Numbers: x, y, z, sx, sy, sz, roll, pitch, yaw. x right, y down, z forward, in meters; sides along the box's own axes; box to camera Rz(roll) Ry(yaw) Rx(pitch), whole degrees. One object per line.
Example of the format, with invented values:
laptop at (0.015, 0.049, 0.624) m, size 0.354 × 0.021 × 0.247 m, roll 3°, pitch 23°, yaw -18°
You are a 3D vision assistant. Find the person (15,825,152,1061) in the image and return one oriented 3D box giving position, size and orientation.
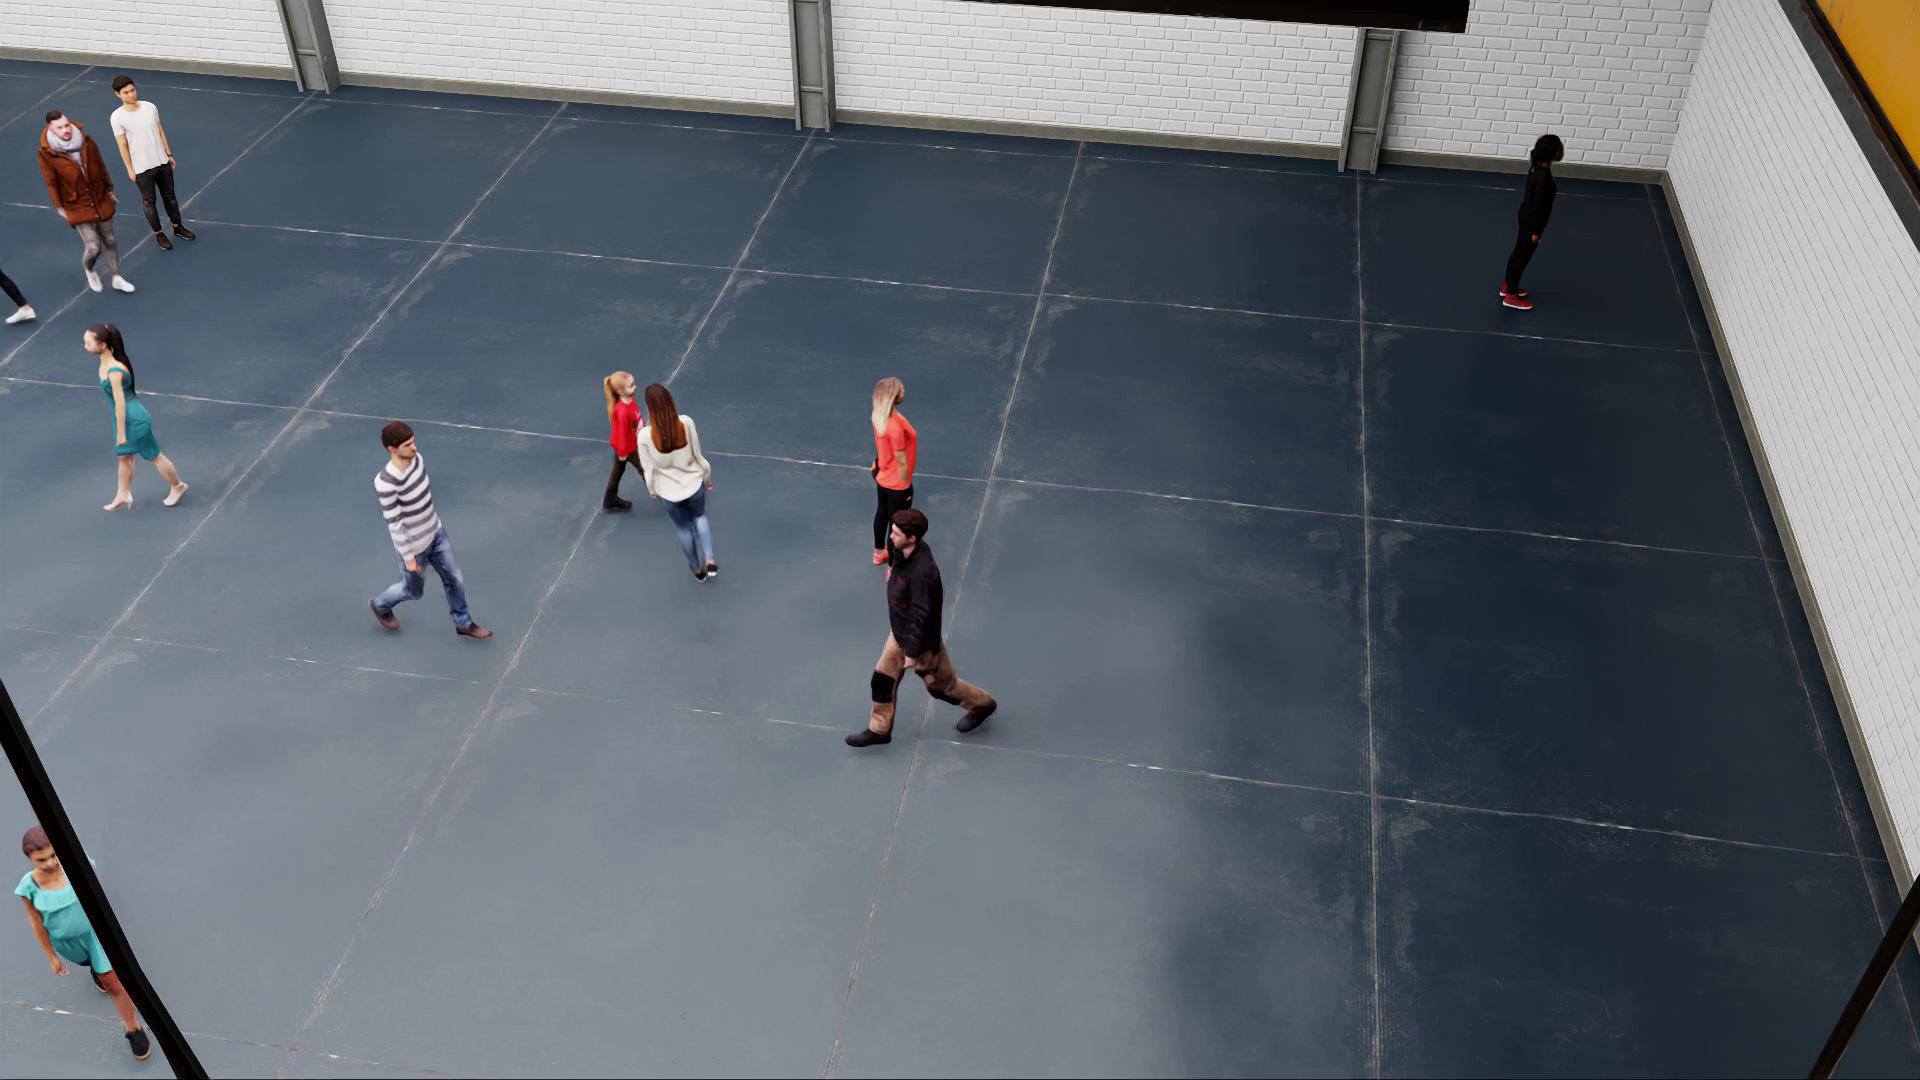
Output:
person at (-4.823, 2.087, 9.060) m, size 1.035 × 1.525 × 1.044 m, roll -21°, pitch 43°, yaw -24°

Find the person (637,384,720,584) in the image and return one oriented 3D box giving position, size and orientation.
person at (-1.997, -0.331, 11.971) m, size 0.777 × 1.671 × 0.849 m, roll -9°, pitch 40°, yaw -11°

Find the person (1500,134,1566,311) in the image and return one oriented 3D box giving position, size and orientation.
person at (5.230, -2.924, 15.214) m, size 0.523 × 1.675 × 0.601 m, roll 5°, pitch 39°, yaw 6°

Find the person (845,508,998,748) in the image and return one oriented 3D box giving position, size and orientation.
person at (-0.179, 0.601, 10.634) m, size 1.360 × 1.883 × 1.133 m, roll -14°, pitch 41°, yaw -17°

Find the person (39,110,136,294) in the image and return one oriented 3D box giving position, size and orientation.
person at (-8.091, -3.119, 15.338) m, size 0.844 × 1.826 × 0.820 m, roll 23°, pitch 44°, yaw 26°

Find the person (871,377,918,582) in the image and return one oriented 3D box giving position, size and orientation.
person at (-0.503, -0.449, 12.100) m, size 0.693 × 1.693 × 0.670 m, roll -14°, pitch 41°, yaw -17°

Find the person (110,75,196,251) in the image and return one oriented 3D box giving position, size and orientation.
person at (-7.875, -3.690, 16.136) m, size 0.697 × 1.722 × 0.704 m, roll 26°, pitch 45°, yaw 29°

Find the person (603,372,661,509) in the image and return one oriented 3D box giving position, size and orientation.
person at (-2.612, -0.729, 12.808) m, size 0.958 × 1.247 × 0.684 m, roll -5°, pitch 39°, yaw -6°

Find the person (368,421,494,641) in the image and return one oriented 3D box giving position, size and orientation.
person at (-3.824, -0.021, 11.462) m, size 1.158 × 1.821 × 0.792 m, roll 13°, pitch 40°, yaw 16°

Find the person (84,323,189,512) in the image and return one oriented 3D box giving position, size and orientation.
person at (-6.266, -0.934, 12.730) m, size 0.949 × 1.666 × 0.883 m, roll -22°, pitch 43°, yaw -25°
